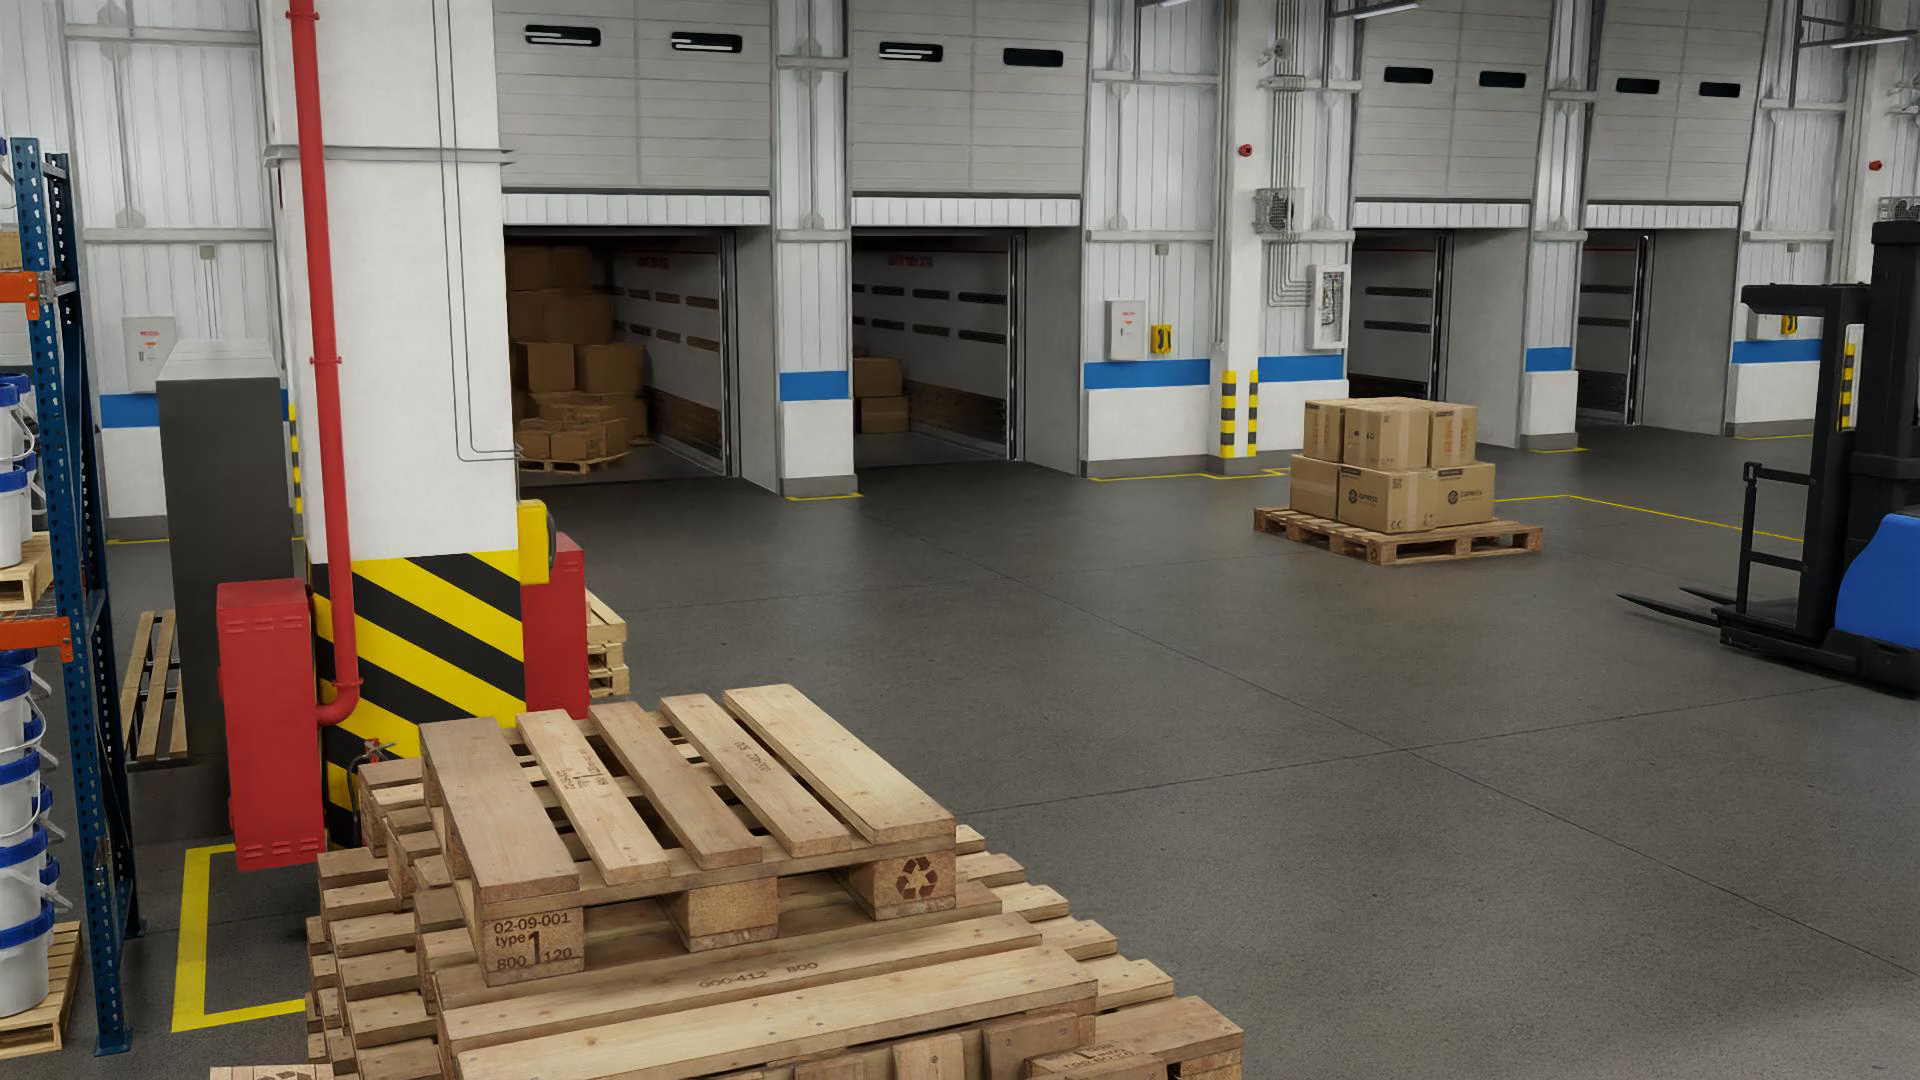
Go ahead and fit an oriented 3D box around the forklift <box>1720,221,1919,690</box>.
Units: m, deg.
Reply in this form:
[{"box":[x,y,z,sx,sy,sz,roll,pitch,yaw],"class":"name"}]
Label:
[{"box":[5.949,-0.550,10.218,1.129,2.768,1.873,-4,11,-23],"class":"forklift"}]
